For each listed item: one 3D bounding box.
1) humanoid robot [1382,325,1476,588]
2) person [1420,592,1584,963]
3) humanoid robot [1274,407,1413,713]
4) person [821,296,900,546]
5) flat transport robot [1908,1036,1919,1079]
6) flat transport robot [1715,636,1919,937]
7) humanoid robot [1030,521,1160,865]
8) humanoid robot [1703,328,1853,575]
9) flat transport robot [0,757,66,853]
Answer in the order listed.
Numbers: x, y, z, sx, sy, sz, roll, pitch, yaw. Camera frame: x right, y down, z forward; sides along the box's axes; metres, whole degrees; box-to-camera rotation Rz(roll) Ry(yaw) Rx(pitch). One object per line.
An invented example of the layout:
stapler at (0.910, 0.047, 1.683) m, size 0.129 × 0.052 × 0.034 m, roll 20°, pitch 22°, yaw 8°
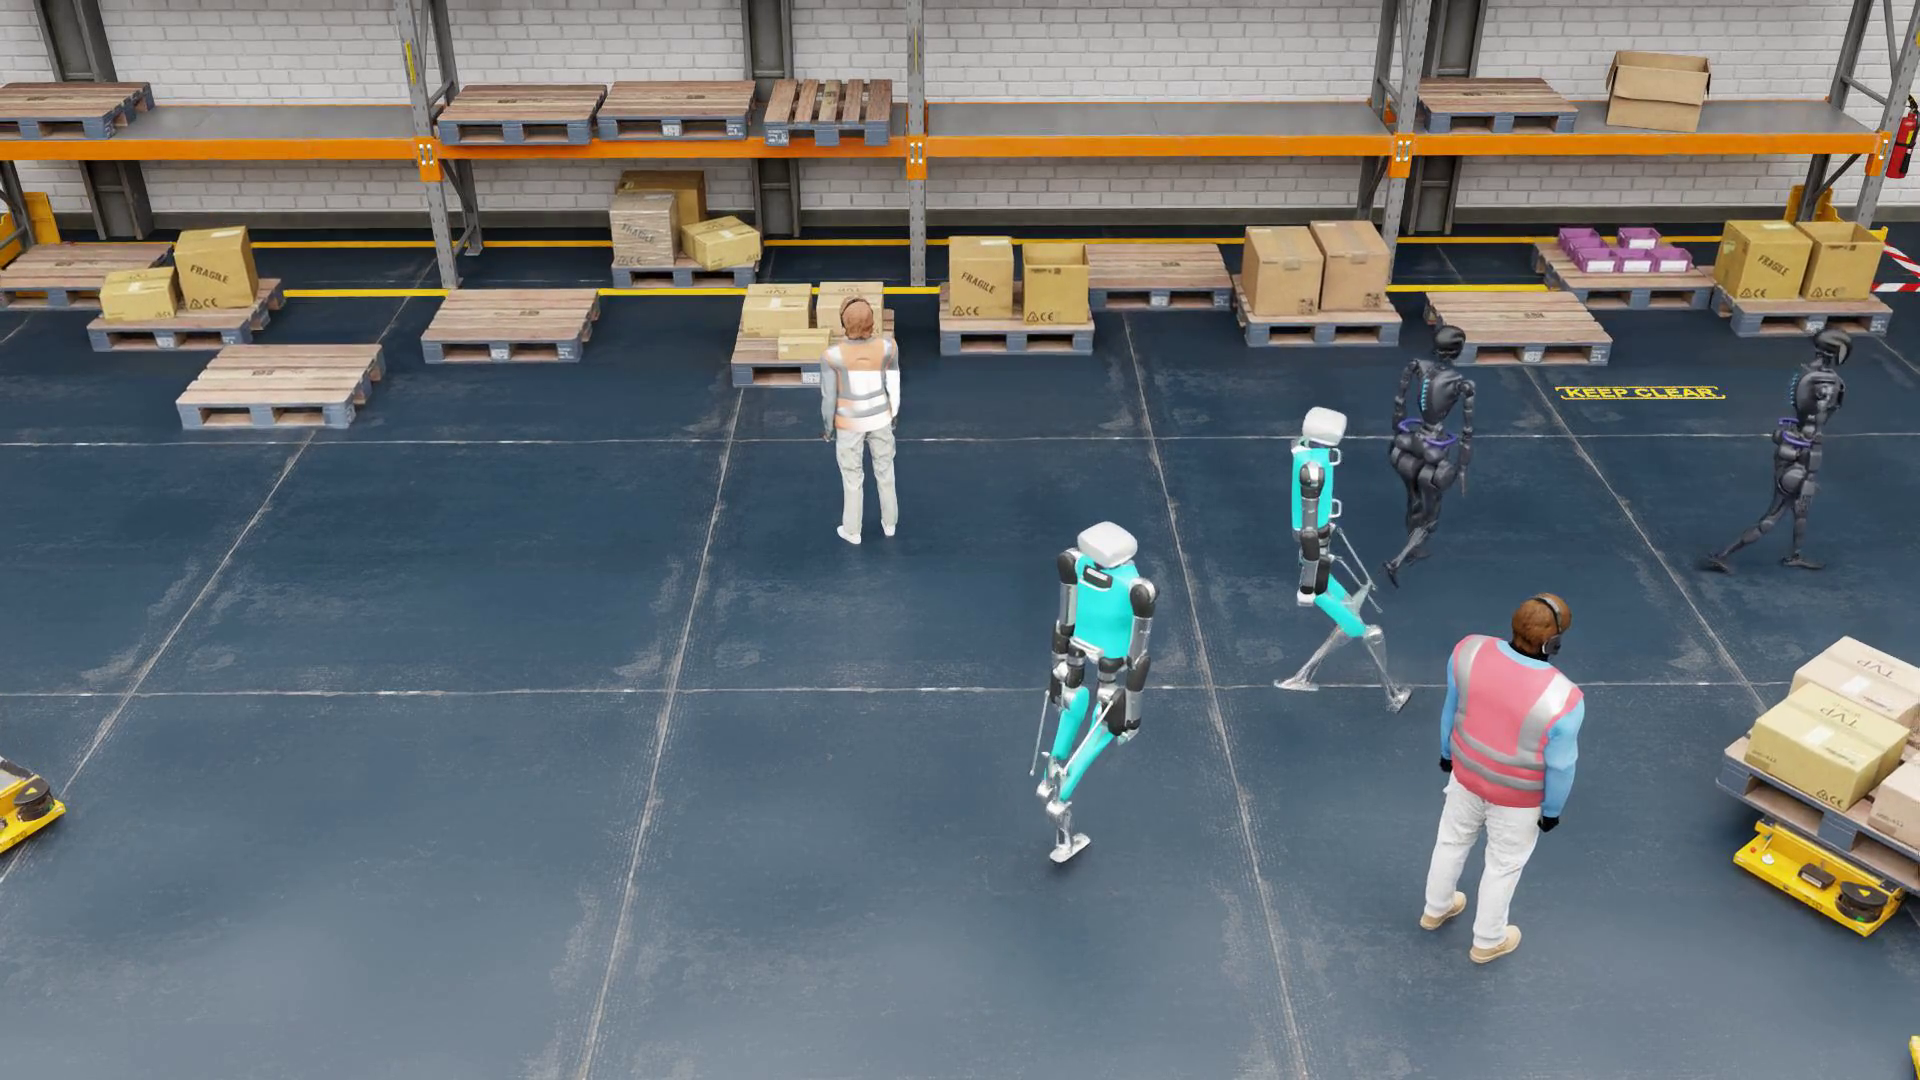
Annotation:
humanoid robot at (2.725, -0.507, 9.907) m, size 0.618 × 1.641 × 0.602 m, roll -23°, pitch 38°, yaw -33°
person at (2.348, 1.021, 7.199) m, size 0.431 × 1.837 × 0.628 m, roll -24°, pitch 38°, yaw -34°
humanoid robot at (2.124, 0.162, 8.767) m, size 0.887 × 1.814 × 0.562 m, roll 6°, pitch 31°, yaw 9°
person at (-0.605, -0.724, 10.282) m, size 0.514 × 1.641 × 0.313 m, roll -11°, pitch 33°, yaw -18°
flat transport robot at (4.603, 2.321, 6.547) m, size 1.431 × 0.231 × 0.659 m, roll 8°, pitch 32°, yaw 13°
flat transport robot at (4.464, 1.386, 8.103) m, size 1.431 × 0.231 × 0.659 m, roll -22°, pitch 38°, yaw -32°
humanoid robot at (0.494, 0.842, 7.639) m, size 0.535 × 1.832 × 0.748 m, roll 26°, pitch 39°, yaw 36°
humanoid robot at (4.978, -0.509, 9.936) m, size 0.734 × 1.642 × 0.585 m, roll 8°, pitch 32°, yaw 13°
flat transport robot at (-5.235, 1.259, 8.314) m, size 1.431 × 0.231 × 0.659 m, roll 16°, pitch 35°, yaw 25°
